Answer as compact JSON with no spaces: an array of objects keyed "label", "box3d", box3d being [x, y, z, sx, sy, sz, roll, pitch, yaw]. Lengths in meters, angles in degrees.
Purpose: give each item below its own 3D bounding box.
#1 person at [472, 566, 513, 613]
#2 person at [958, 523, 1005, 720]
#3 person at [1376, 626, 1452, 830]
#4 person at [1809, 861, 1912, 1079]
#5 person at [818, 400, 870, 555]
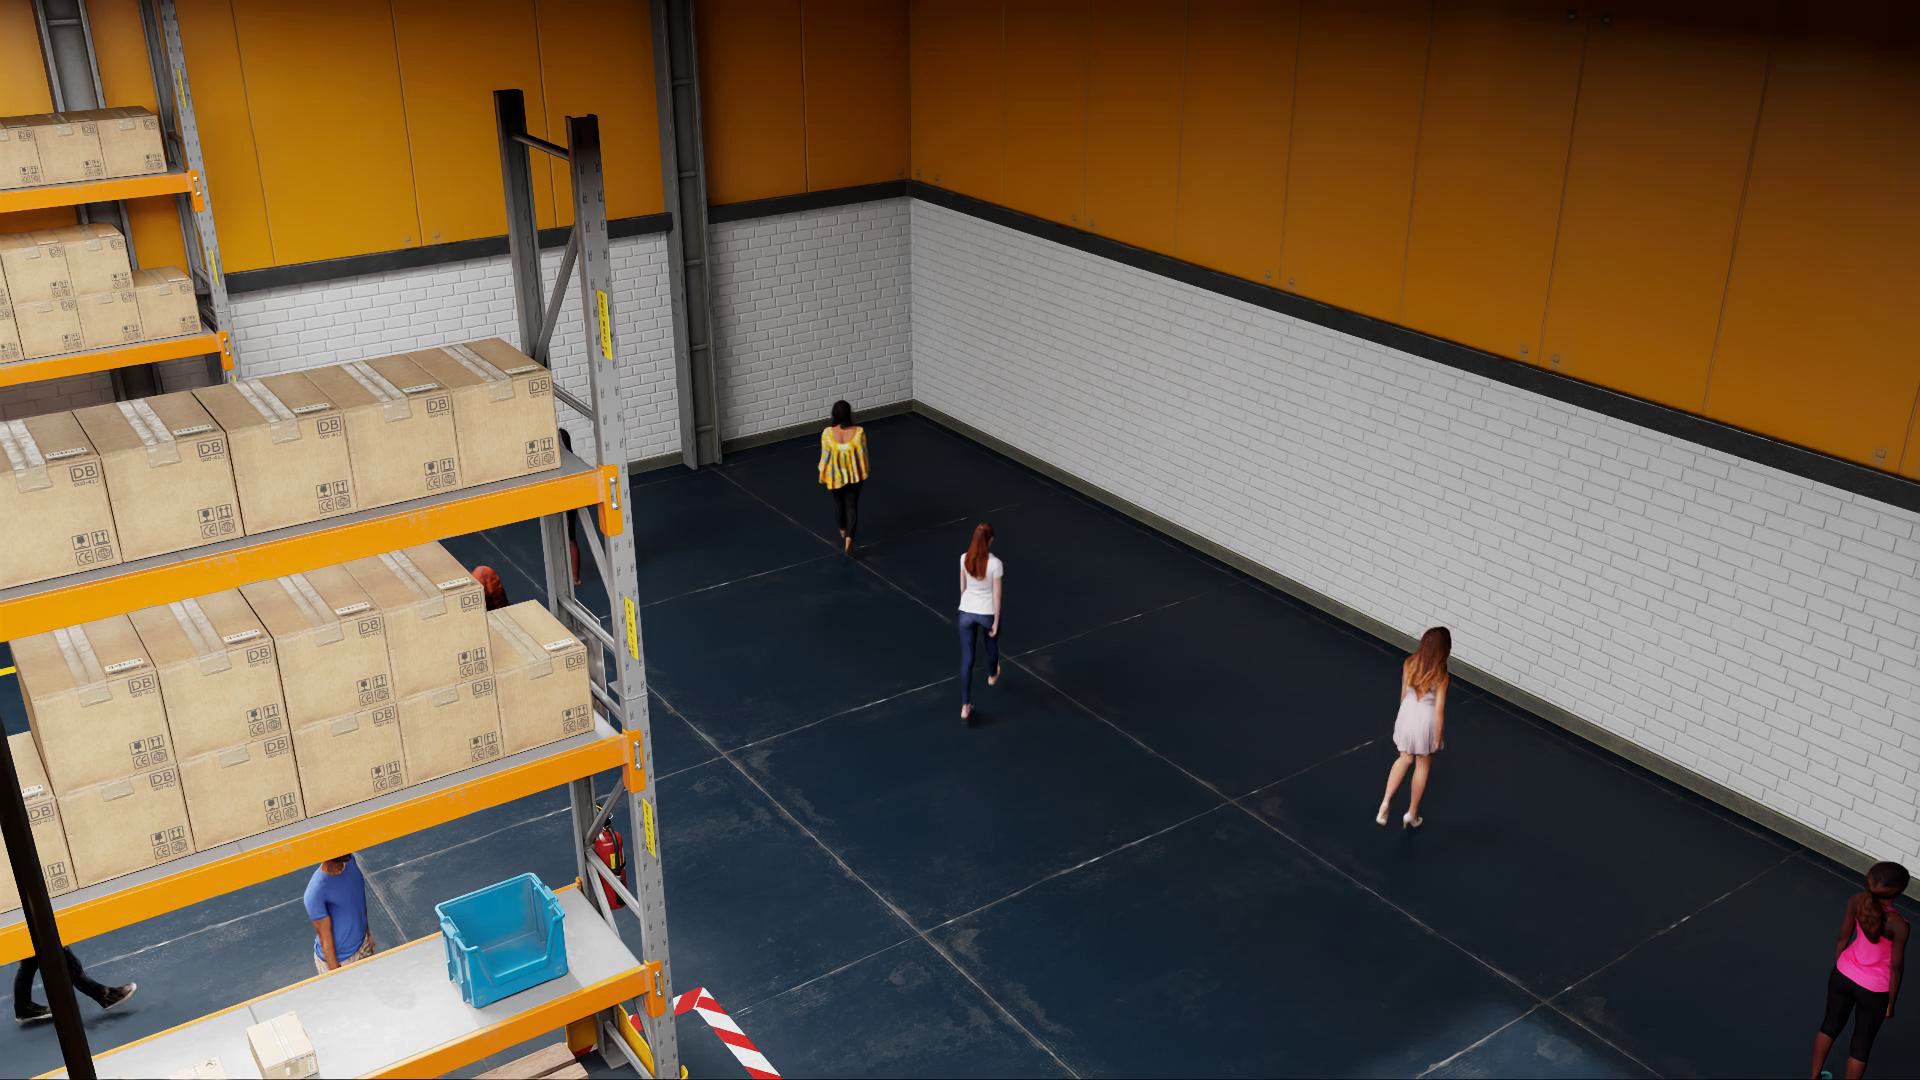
[{"label":"person","box3d":[-3.799,1.014,13.572,0.461,1.780,0.647,-18,29,-35]},{"label":"person","box3d":[0.130,0.728,14.348,1.087,1.681,1.184,6,24,12]},{"label":"person","box3d":[3.407,1.475,12.550,0.866,1.752,0.649,-20,31,-38]},{"label":"person","box3d":[5.363,2.648,9.904,0.581,1.724,0.576,-12,26,-25]},{"label":"person","box3d":[-1.212,-0.635,17.538,1.112,1.624,1.099,0,24,-1]}]
